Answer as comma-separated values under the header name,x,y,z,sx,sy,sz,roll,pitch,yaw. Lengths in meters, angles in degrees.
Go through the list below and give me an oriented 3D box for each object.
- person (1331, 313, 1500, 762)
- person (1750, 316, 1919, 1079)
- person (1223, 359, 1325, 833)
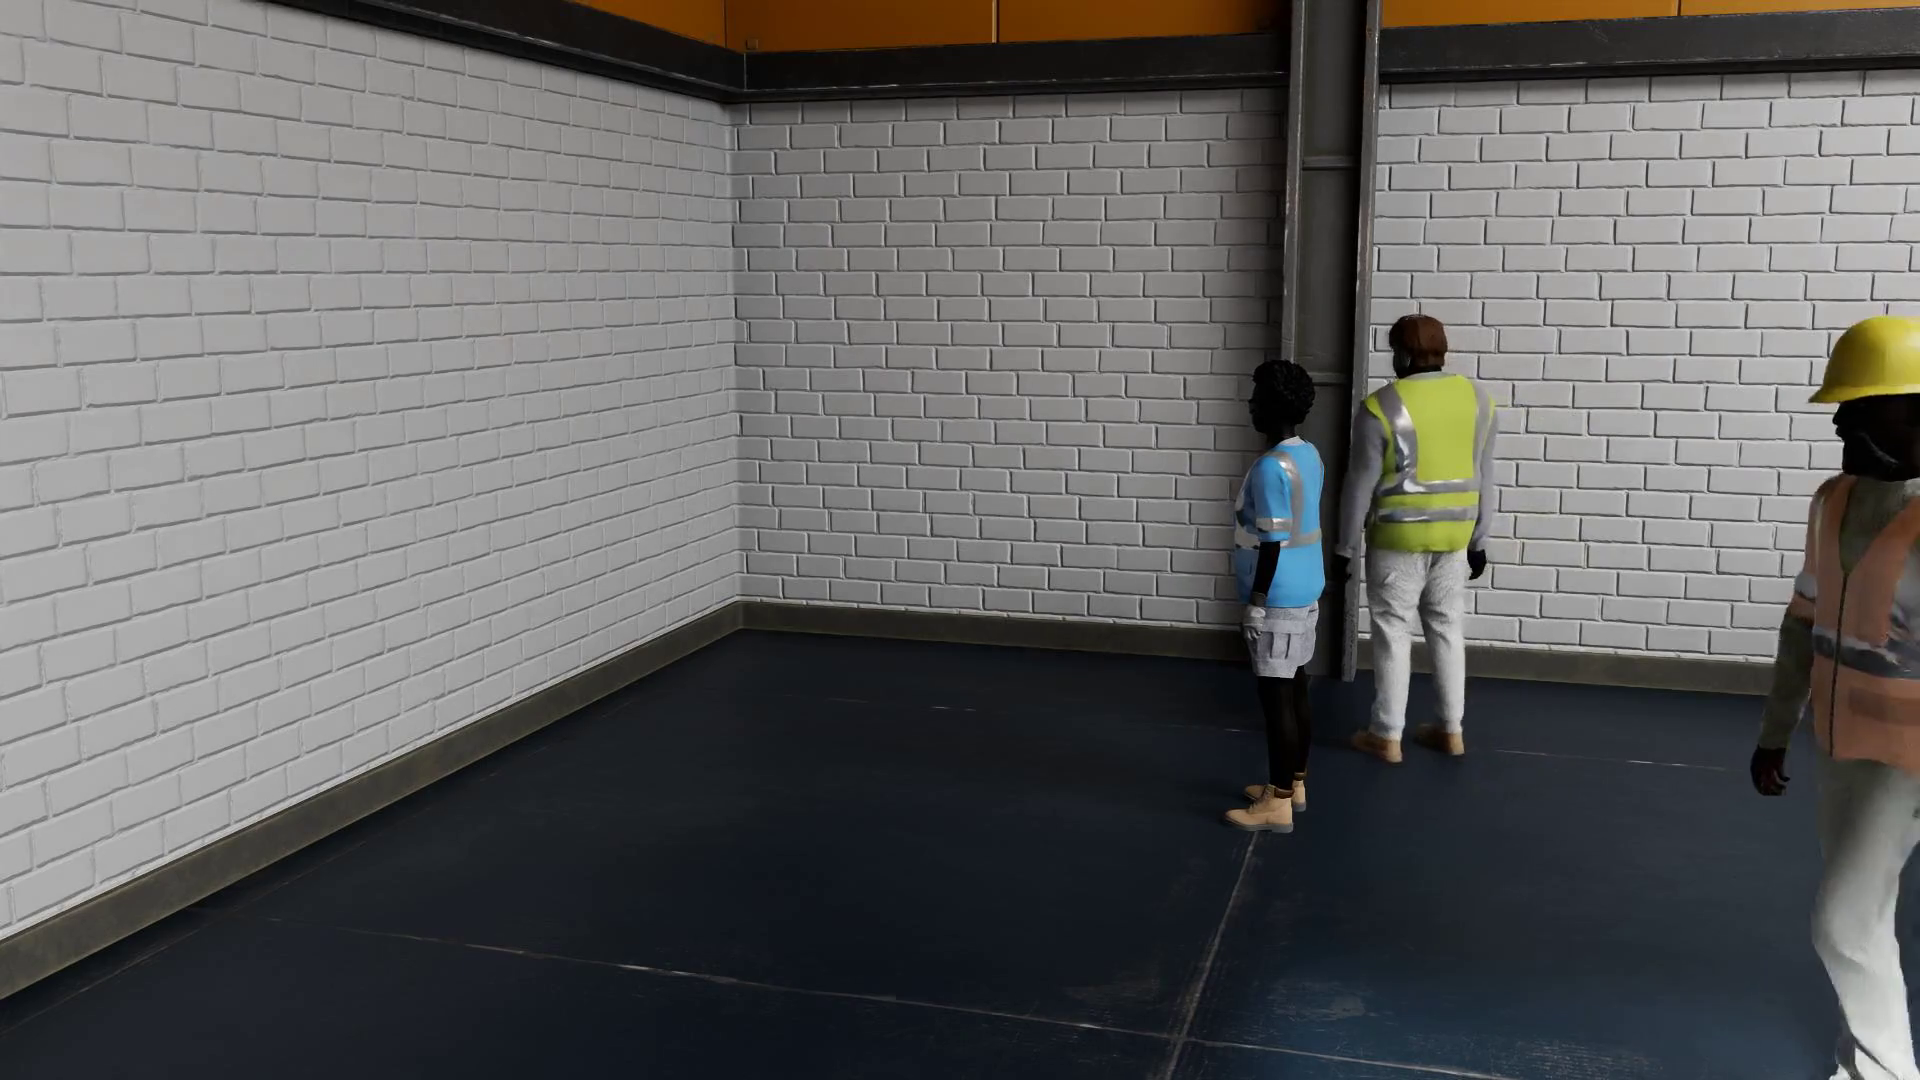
name,x,y,z,sx,sy,sz,roll,pitch,yaw
person,1.857,0.002,6.790,0.646,1.839,0.429,-3,10,-17
person,2.029,0.461,3.752,0.468,1.910,0.628,-1,9,-6
person,1.143,0.201,5.999,0.318,1.696,0.532,4,10,25
